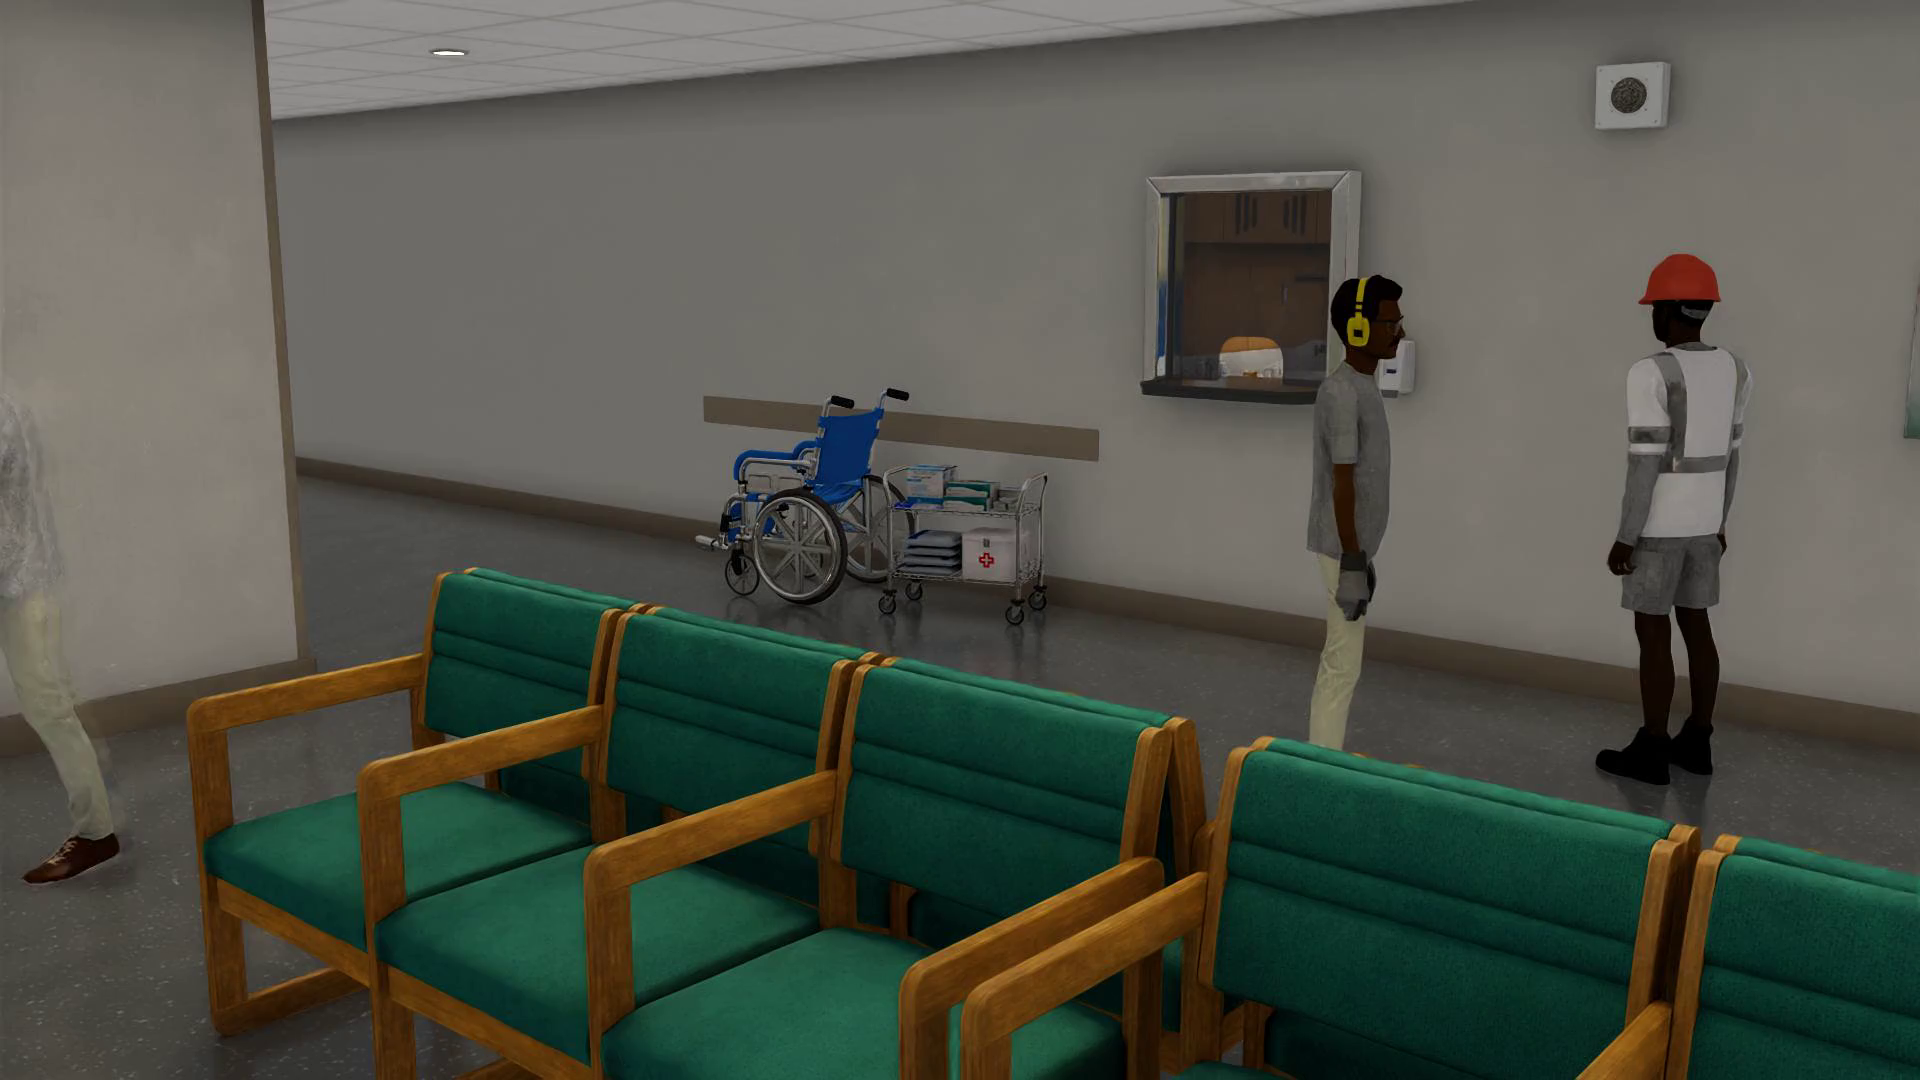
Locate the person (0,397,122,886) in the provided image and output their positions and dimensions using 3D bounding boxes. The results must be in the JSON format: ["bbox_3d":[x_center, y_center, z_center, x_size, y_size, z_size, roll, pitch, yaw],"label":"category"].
[{"bbox_3d":[-2.978,0.192,4.902,0.540,1.831,0.898,8,13,39],"label":"person"}]

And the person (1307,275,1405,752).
[{"bbox_3d":[1.331,0.057,5.579,0.328,1.872,0.508,3,10,14],"label":"person"}]

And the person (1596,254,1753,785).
[{"bbox_3d":[2.605,-0.073,6.129,0.552,1.935,0.374,-5,11,-26],"label":"person"}]
